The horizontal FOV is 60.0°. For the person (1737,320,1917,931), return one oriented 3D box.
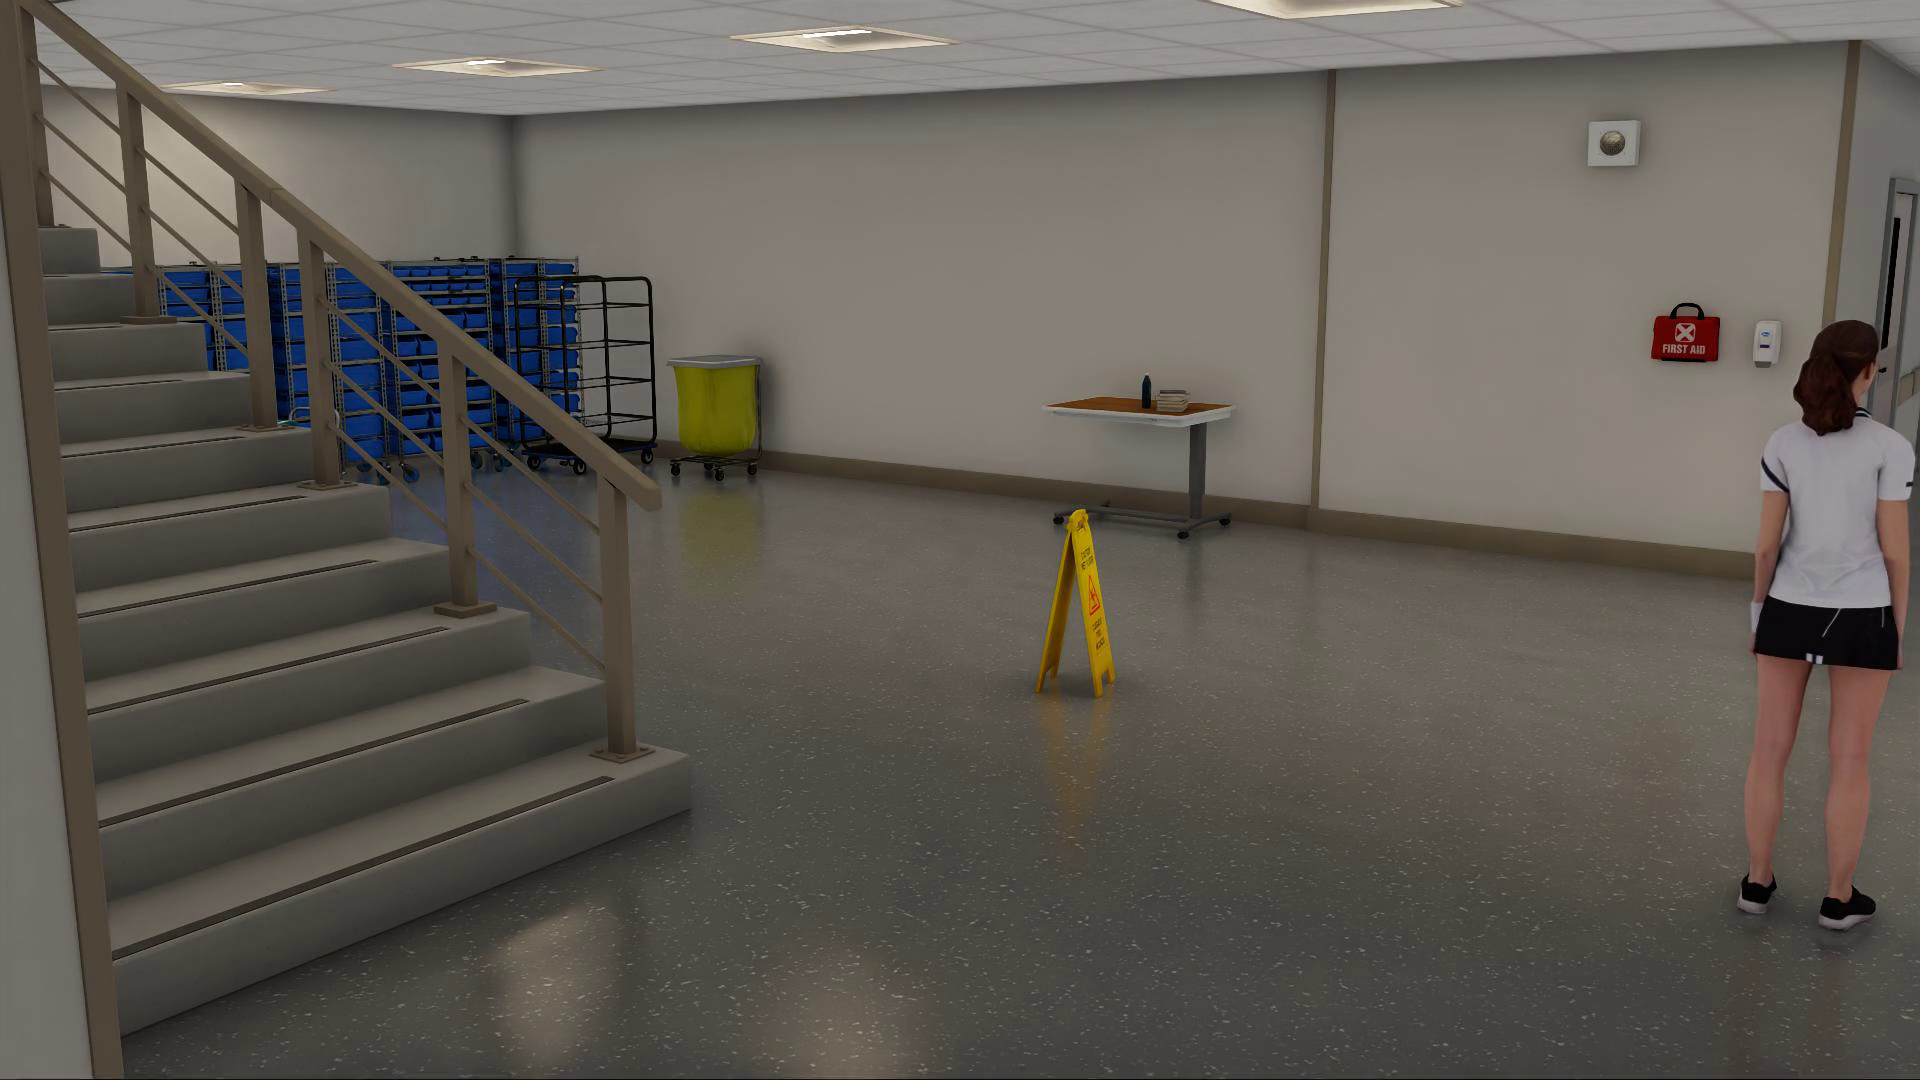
[{"bbox_3d":[2.498,0.244,4.812,0.501,1.752,0.628,8,14,38],"label":"person"}]
